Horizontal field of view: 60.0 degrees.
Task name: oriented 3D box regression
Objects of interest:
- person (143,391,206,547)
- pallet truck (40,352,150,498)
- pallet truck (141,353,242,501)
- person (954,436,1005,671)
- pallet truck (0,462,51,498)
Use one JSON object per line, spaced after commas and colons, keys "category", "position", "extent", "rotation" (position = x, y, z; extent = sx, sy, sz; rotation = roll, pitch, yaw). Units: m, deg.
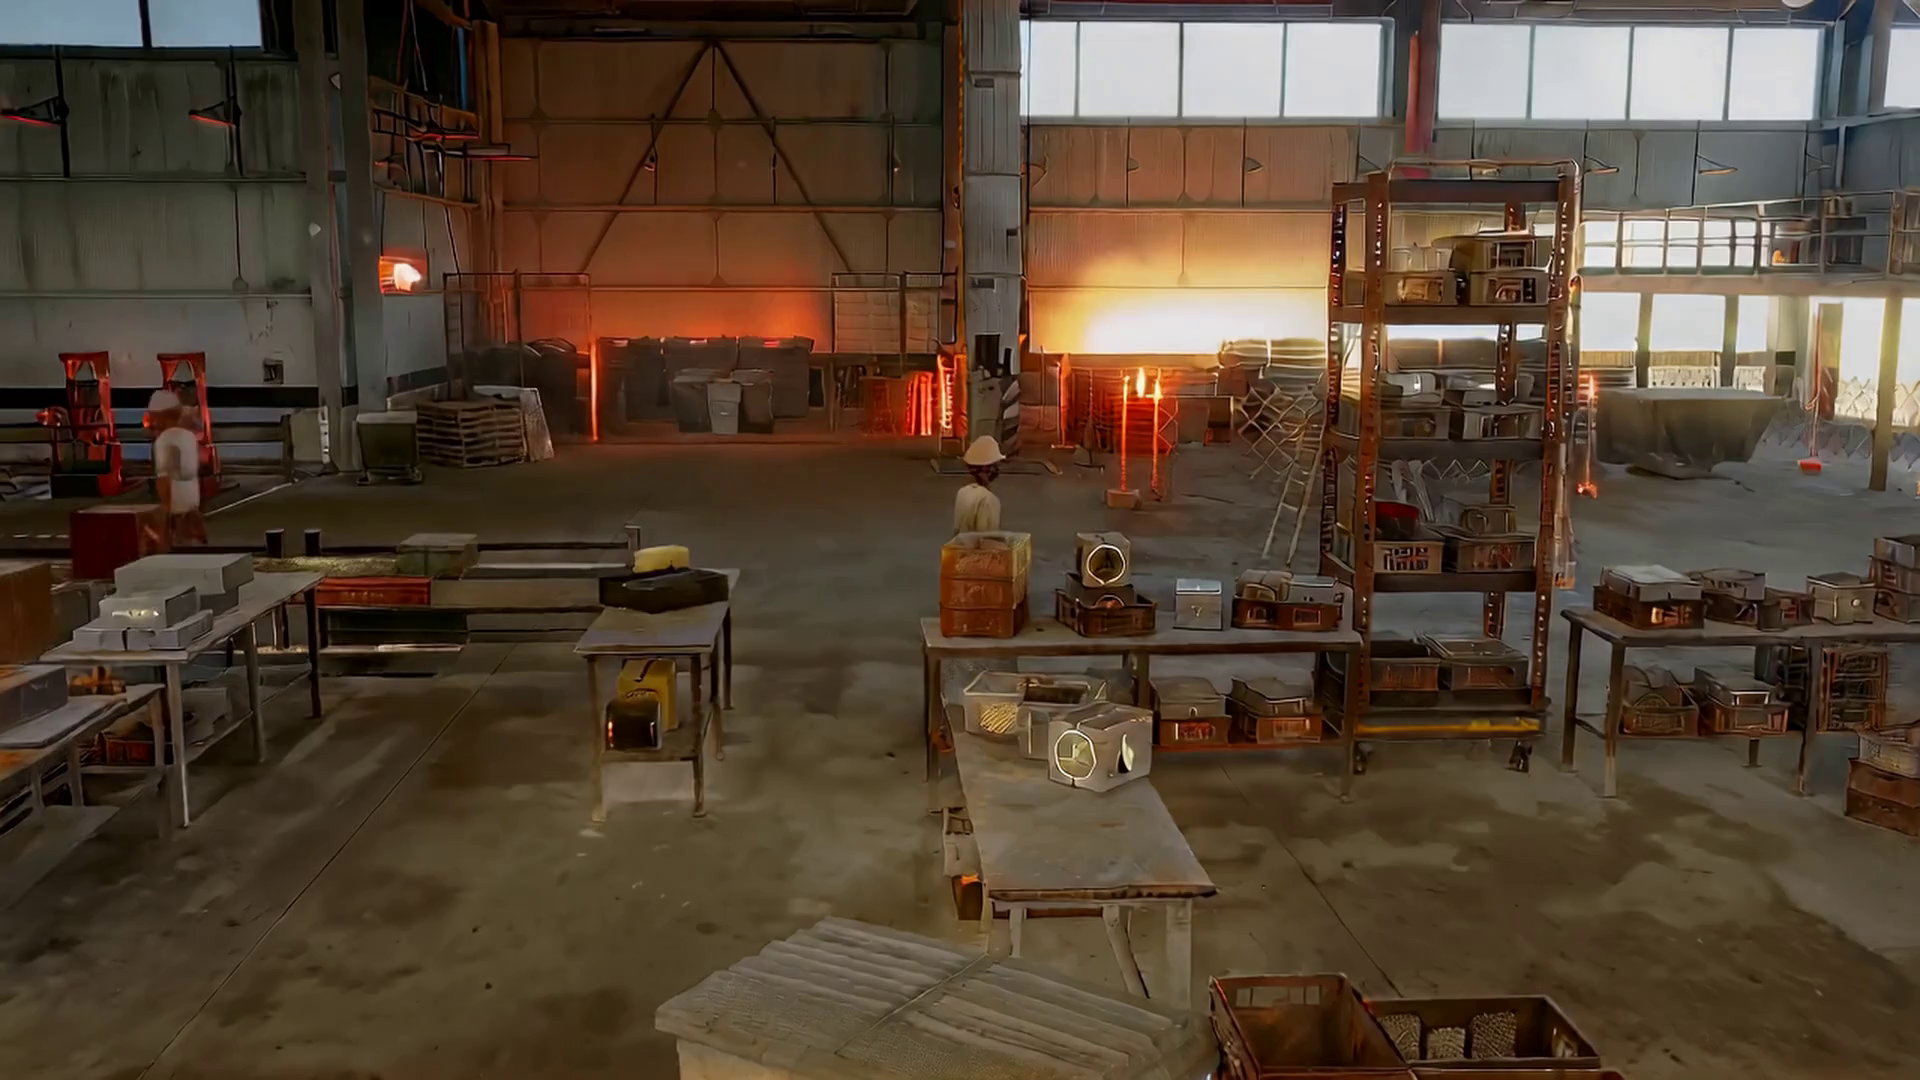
{"category": "person", "position": [-7.115, -0.323, 14.852], "extent": [0.983, 2.000, 0.640], "rotation": [1, 9, 6]}
{"category": "pallet truck", "position": [-11.907, -1.642, 23.165], "extent": [0.823, 1.965, 1.885], "rotation": [0, 9, 0]}
{"category": "pallet truck", "position": [-10.520, -1.604, 22.925], "extent": [0.823, 1.965, 1.885], "rotation": [-1, 9, -6]}
{"category": "person", "position": [0.163, 0.252, 11.440], "extent": [0.341, 1.942, 0.552], "rotation": [-4, 10, -25]}
{"category": "pallet truck", "position": [-13.193, -1.293, 23.148], "extent": [0.653, 1.274, 1.630], "rotation": [-1, 9, -4]}
